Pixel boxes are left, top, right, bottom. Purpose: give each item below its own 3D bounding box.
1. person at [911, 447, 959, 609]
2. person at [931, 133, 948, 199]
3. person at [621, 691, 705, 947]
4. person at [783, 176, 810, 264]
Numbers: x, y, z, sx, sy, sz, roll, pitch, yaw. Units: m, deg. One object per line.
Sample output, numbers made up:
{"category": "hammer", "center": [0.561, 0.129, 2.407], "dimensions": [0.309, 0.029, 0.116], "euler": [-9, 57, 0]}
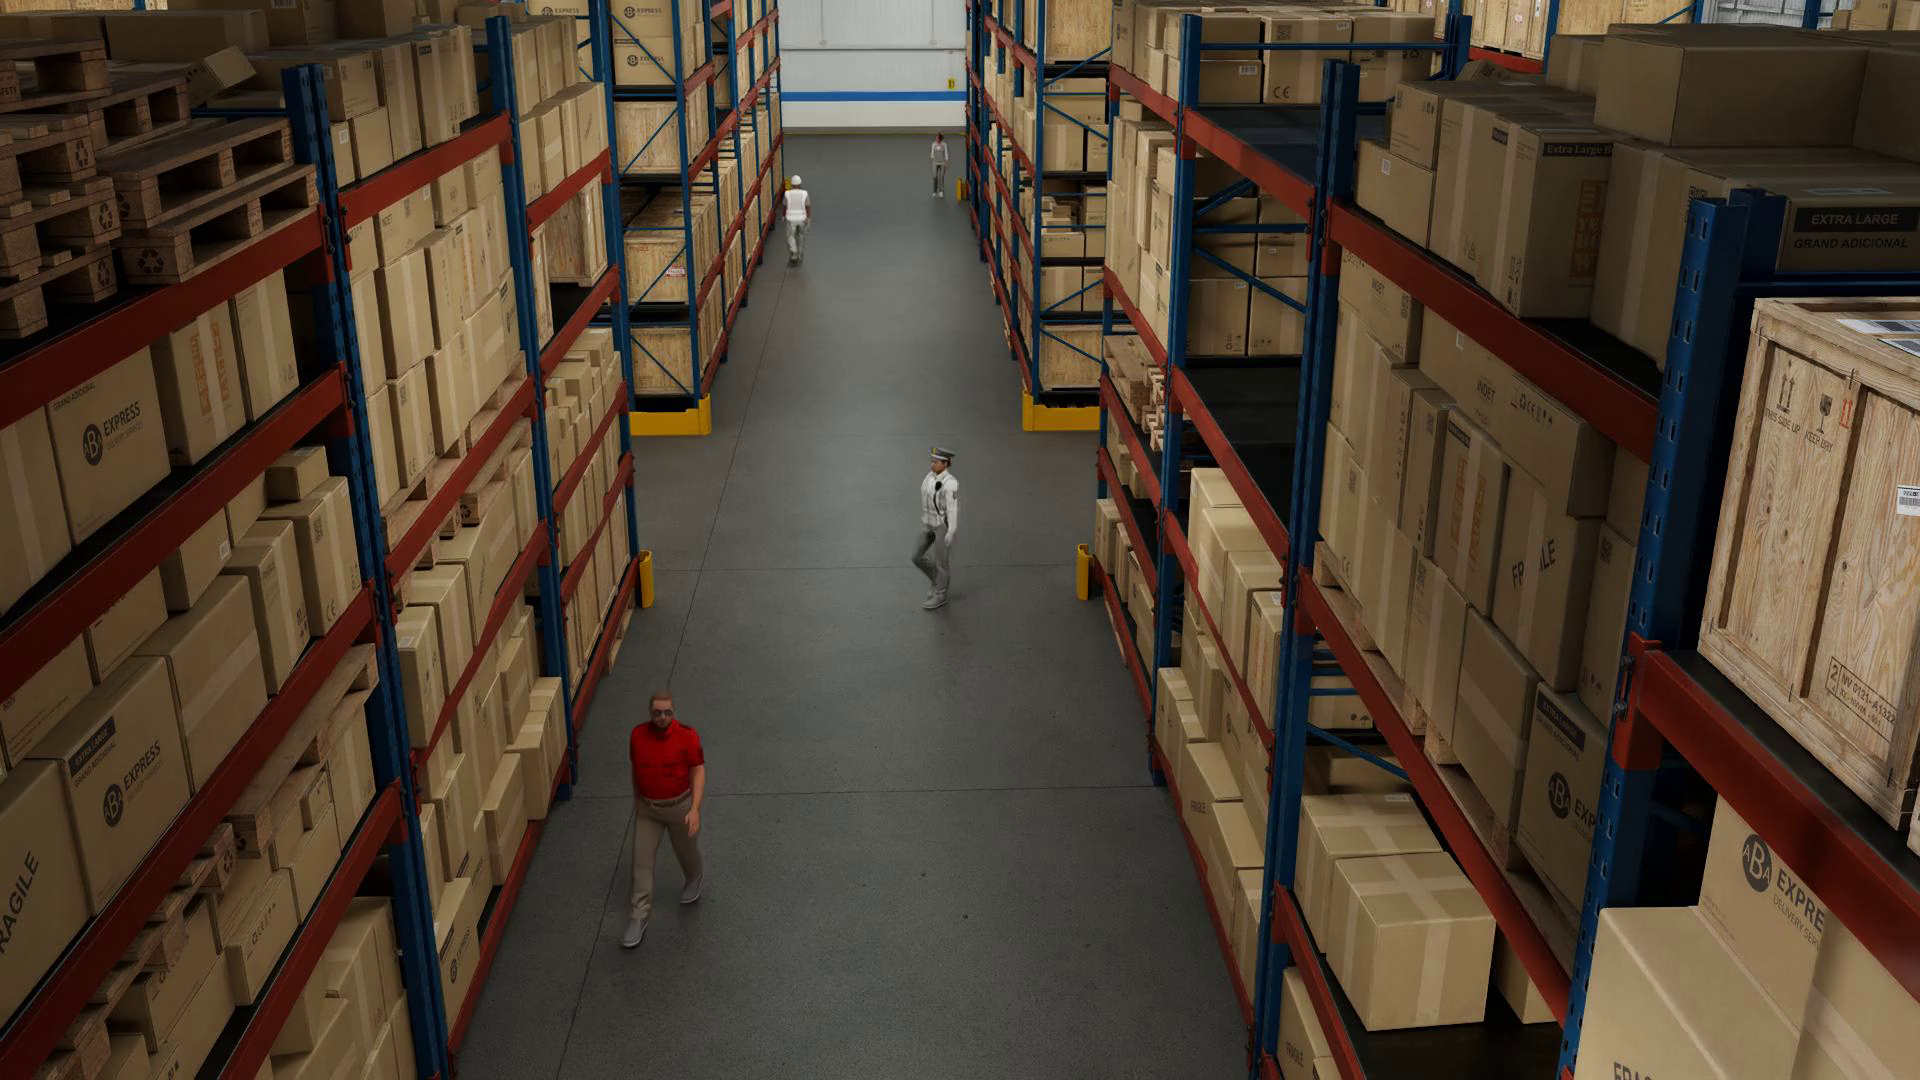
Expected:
{"category": "person", "center": [-0.228, -0.128, 16.921], "dimensions": [0.432, 1.693, 0.501], "euler": [-17, 26, -38]}
{"category": "person", "center": [-0.510, -9.493, 42.146], "dimensions": [0.430, 1.625, 0.430], "euler": [0, 20, 1]}
{"category": "person", "center": [-2.048, 1.884, 11.543], "dimensions": [0.560, 1.706, 0.926], "euler": [2, 21, 6]}
{"category": "person", "center": [-3.347, -6.567, 34.059], "dimensions": [0.556, 1.776, 0.814], "euler": [-4, 21, -11]}
